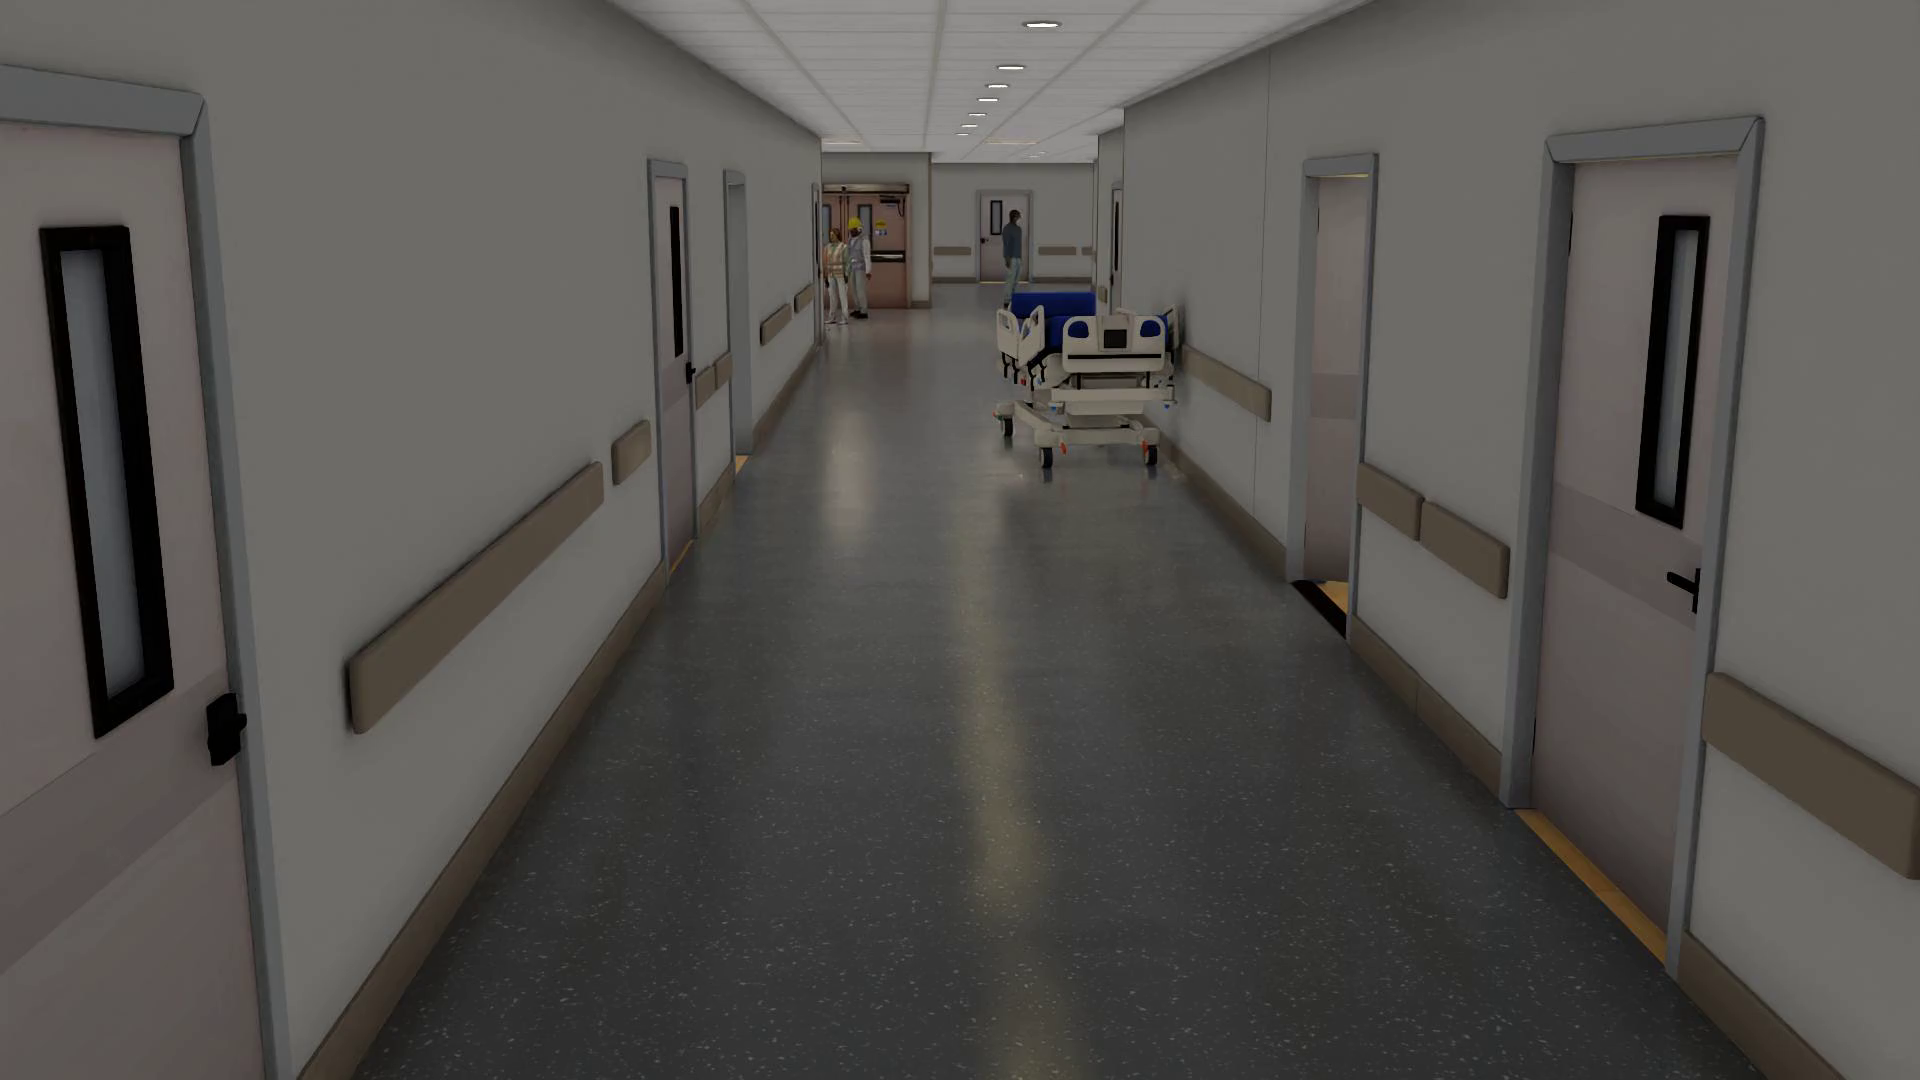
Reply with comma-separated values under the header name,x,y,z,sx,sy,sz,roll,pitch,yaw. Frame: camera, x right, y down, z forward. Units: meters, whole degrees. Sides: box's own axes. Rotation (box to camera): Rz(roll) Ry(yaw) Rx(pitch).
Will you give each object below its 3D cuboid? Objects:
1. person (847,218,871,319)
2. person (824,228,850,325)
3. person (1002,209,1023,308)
name,x,y,z,sx,sy,sz,roll,pitch,yaw
person,-1.828,-4.876,29.893,0.526,1.790,0.769,-7,14,-32
person,-2.103,-4.502,28.412,0.517,1.639,0.313,8,14,34
person,1.040,-5.529,32.723,0.369,1.924,0.640,6,13,28
